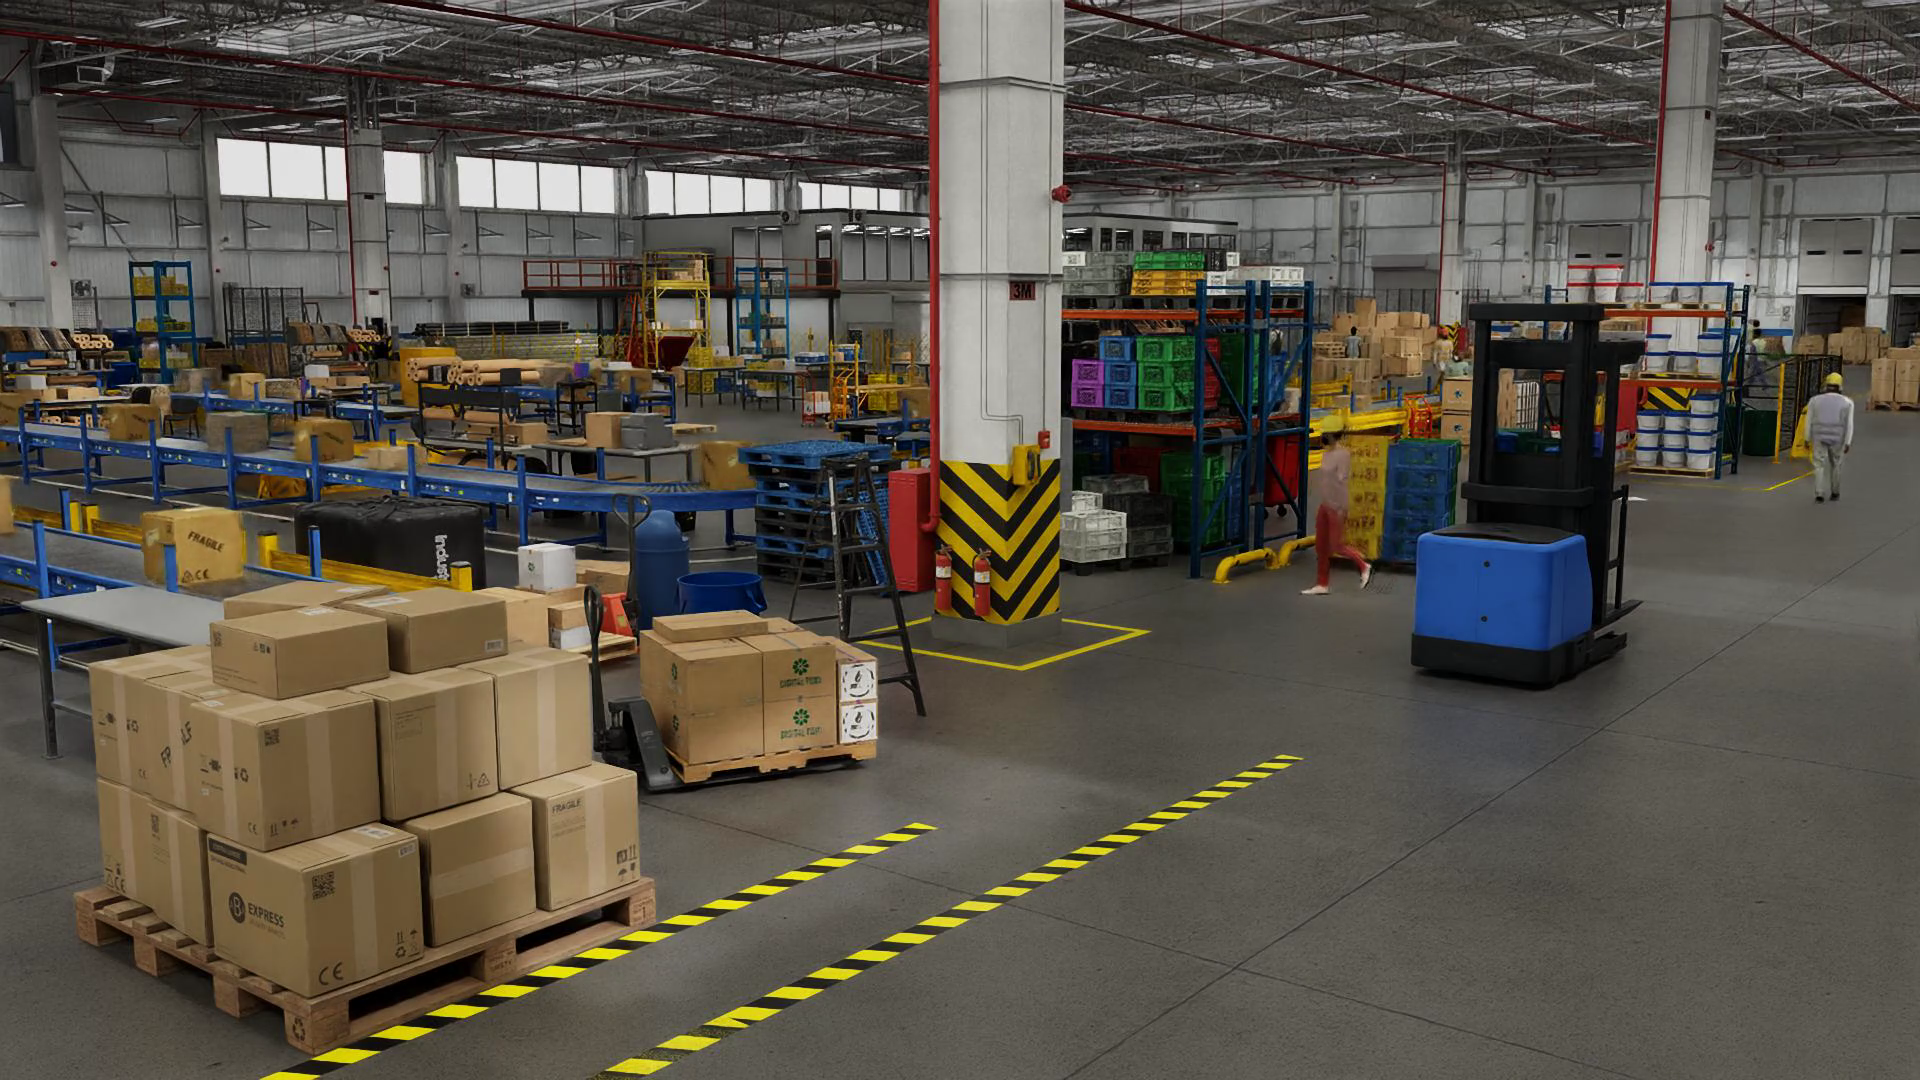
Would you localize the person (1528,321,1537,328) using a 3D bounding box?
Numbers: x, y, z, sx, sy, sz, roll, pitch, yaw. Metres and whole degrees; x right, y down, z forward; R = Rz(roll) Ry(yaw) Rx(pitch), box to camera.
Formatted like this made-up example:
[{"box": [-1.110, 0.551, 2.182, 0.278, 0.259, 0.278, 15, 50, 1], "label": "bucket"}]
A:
[{"box": [27.233, -9.794, 79.095, 0.609, 1.942, 0.411, -8, 12, -44], "label": "person"}]

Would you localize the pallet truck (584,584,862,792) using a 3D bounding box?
[{"box": [-1.426, 0.805, 10.019, 1.601, 1.201, 0.680, -4, 9, -26], "label": "pallet truck"}]

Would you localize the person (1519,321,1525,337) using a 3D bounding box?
[{"box": [26.552, -9.686, 78.570, 0.616, 1.868, 0.939, -7, 11, -39], "label": "person"}]

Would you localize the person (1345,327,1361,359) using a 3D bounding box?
[{"box": [12.155, -5.661, 51.439, 0.520, 1.876, 0.326, 3, 9, 18], "label": "person"}]

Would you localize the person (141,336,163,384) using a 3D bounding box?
[{"box": [-21.257, -4.501, 43.622, 0.736, 1.869, 0.724, 3, 9, 21], "label": "person"}]

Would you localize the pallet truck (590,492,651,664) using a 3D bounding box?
[{"box": [-3.115, 0.344, 12.883, 0.653, 1.274, 1.630, 7, 11, 37], "label": "pallet truck"}]

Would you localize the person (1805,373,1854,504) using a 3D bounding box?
[{"box": [12.068, -1.416, 23.105, 0.595, 1.788, 0.903, 5, 10, 28], "label": "person"}]

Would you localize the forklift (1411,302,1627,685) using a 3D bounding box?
[{"box": [4.379, -0.438, 12.852, 1.129, 2.768, 1.873, 7, 11, 37], "label": "forklift"}]

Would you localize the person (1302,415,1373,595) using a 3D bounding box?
[{"box": [3.617, -0.326, 15.887, 0.585, 1.745, 0.535, -2, 9, -13], "label": "person"}]

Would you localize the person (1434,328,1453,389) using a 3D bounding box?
[{"box": [14.090, -5.228, 48.469, 0.556, 1.895, 0.972, -2, 9, -11], "label": "person"}]

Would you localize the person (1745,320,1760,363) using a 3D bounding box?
[{"box": [32.808, -8.164, 68.575, 0.643, 1.805, 0.892, -6, 10, -35], "label": "person"}]

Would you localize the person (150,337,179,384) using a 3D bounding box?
[{"box": [-19.610, -4.183, 41.019, 0.715, 2.003, 0.726, -7, 11, -38], "label": "person"}]

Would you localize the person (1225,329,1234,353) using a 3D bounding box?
[{"box": [7.473, -4.928, 46.187, 0.365, 1.966, 0.608, 1, 8, 3], "label": "person"}]

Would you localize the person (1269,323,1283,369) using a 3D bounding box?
[{"box": [11.399, -6.914, 59.981, 0.514, 1.844, 0.328, -4, 9, -25], "label": "person"}]

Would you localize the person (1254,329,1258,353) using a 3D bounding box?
[{"box": [9.030, -5.639, 51.460, 0.551, 1.815, 0.964, -6, 10, -35], "label": "person"}]

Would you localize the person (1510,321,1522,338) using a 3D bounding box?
[{"box": [24.356, -8.755, 72.872, 0.495, 1.717, 0.825, 4, 10, 27], "label": "person"}]

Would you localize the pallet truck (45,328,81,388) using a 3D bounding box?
[{"box": [-23.775, -4.544, 43.495, 1.885, 1.965, 0.823, 6, 10, 35], "label": "pallet truck"}]

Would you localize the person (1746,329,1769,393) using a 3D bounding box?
[{"box": [23.219, -5.214, 48.458, 0.608, 1.874, 0.992, -6, 10, -33], "label": "person"}]

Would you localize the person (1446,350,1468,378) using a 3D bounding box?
[{"box": [11.438, -3.570, 38.221, 0.505, 1.618, 0.592, 6, 10, 35], "label": "person"}]

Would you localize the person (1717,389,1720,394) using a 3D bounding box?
[{"box": [17.534, -3.802, 38.690, 0.542, 1.939, 0.361, 1, 8, 4], "label": "person"}]

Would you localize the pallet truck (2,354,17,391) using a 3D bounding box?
[{"box": [-24.881, -4.417, 42.634, 1.885, 1.965, 0.823, 8, 11, 41], "label": "pallet truck"}]
